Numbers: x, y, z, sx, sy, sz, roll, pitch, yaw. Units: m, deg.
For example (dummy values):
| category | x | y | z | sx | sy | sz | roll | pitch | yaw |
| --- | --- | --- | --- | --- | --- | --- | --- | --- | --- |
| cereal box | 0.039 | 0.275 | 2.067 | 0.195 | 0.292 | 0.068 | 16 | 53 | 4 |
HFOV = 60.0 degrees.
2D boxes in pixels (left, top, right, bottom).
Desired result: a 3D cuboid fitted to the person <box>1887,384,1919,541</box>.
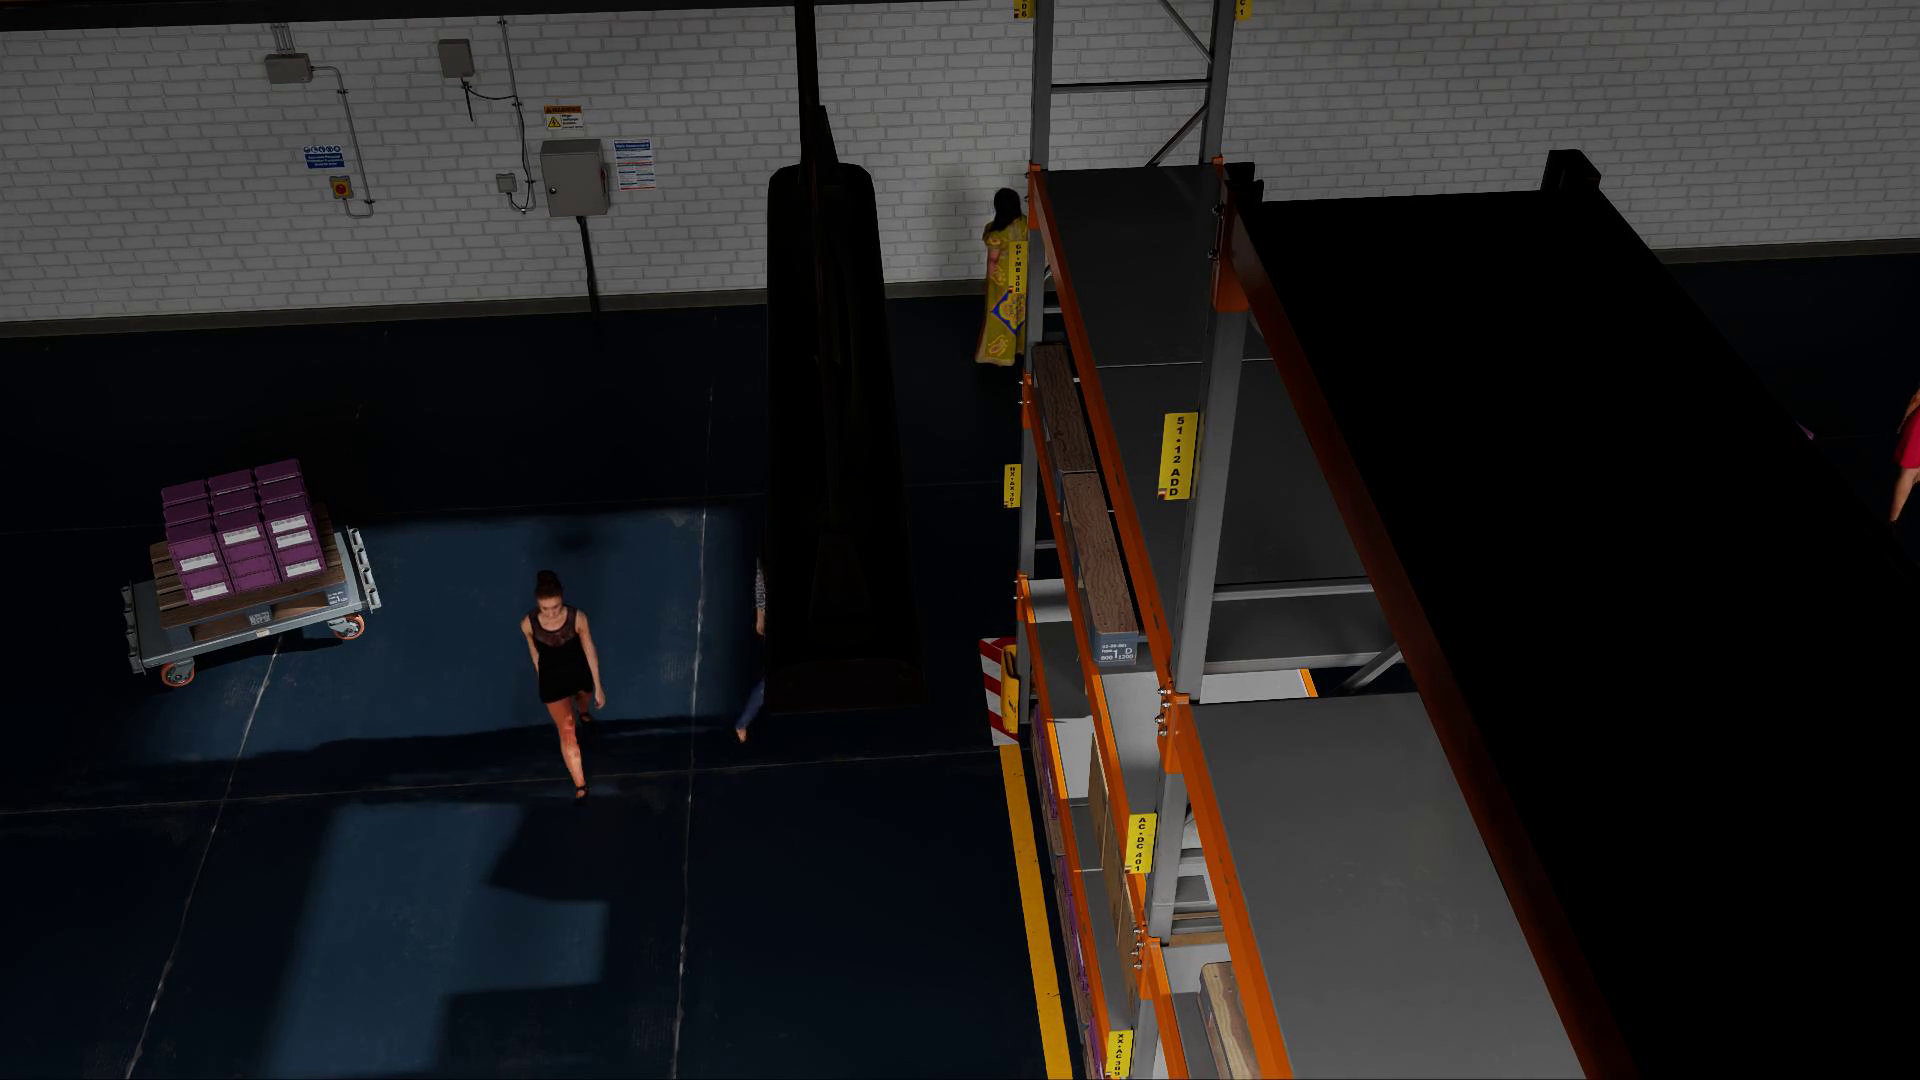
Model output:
| category | x | y | z | sx | sy | sz | roll | pitch | yaw |
| --- | --- | --- | --- | --- | --- | --- | --- | --- | --- |
| person | 7.231 | -0.750 | 12.441 | 0.943 | 1.682 | 1.126 | 18 | 42 | 21 |

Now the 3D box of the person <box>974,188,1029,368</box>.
| category | x | y | z | sx | sy | sz | roll | pitch | yaw |
| --- | --- | --- | --- | --- | --- | --- | --- | --- | --- |
| person | 0.408 | -2.285 | 14.381 | 1.003 | 1.660 | 1.033 | -29 | 47 | -32 |

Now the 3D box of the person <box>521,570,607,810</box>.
| category | x | y | z | sx | sy | sz | roll | pitch | yaw |
| --- | --- | --- | --- | --- | --- | --- | --- | --- | --- |
| person | -2.485 | 0.797 | 10.544 | 0.684 | 1.632 | 1.167 | -8 | 39 | -10 |
